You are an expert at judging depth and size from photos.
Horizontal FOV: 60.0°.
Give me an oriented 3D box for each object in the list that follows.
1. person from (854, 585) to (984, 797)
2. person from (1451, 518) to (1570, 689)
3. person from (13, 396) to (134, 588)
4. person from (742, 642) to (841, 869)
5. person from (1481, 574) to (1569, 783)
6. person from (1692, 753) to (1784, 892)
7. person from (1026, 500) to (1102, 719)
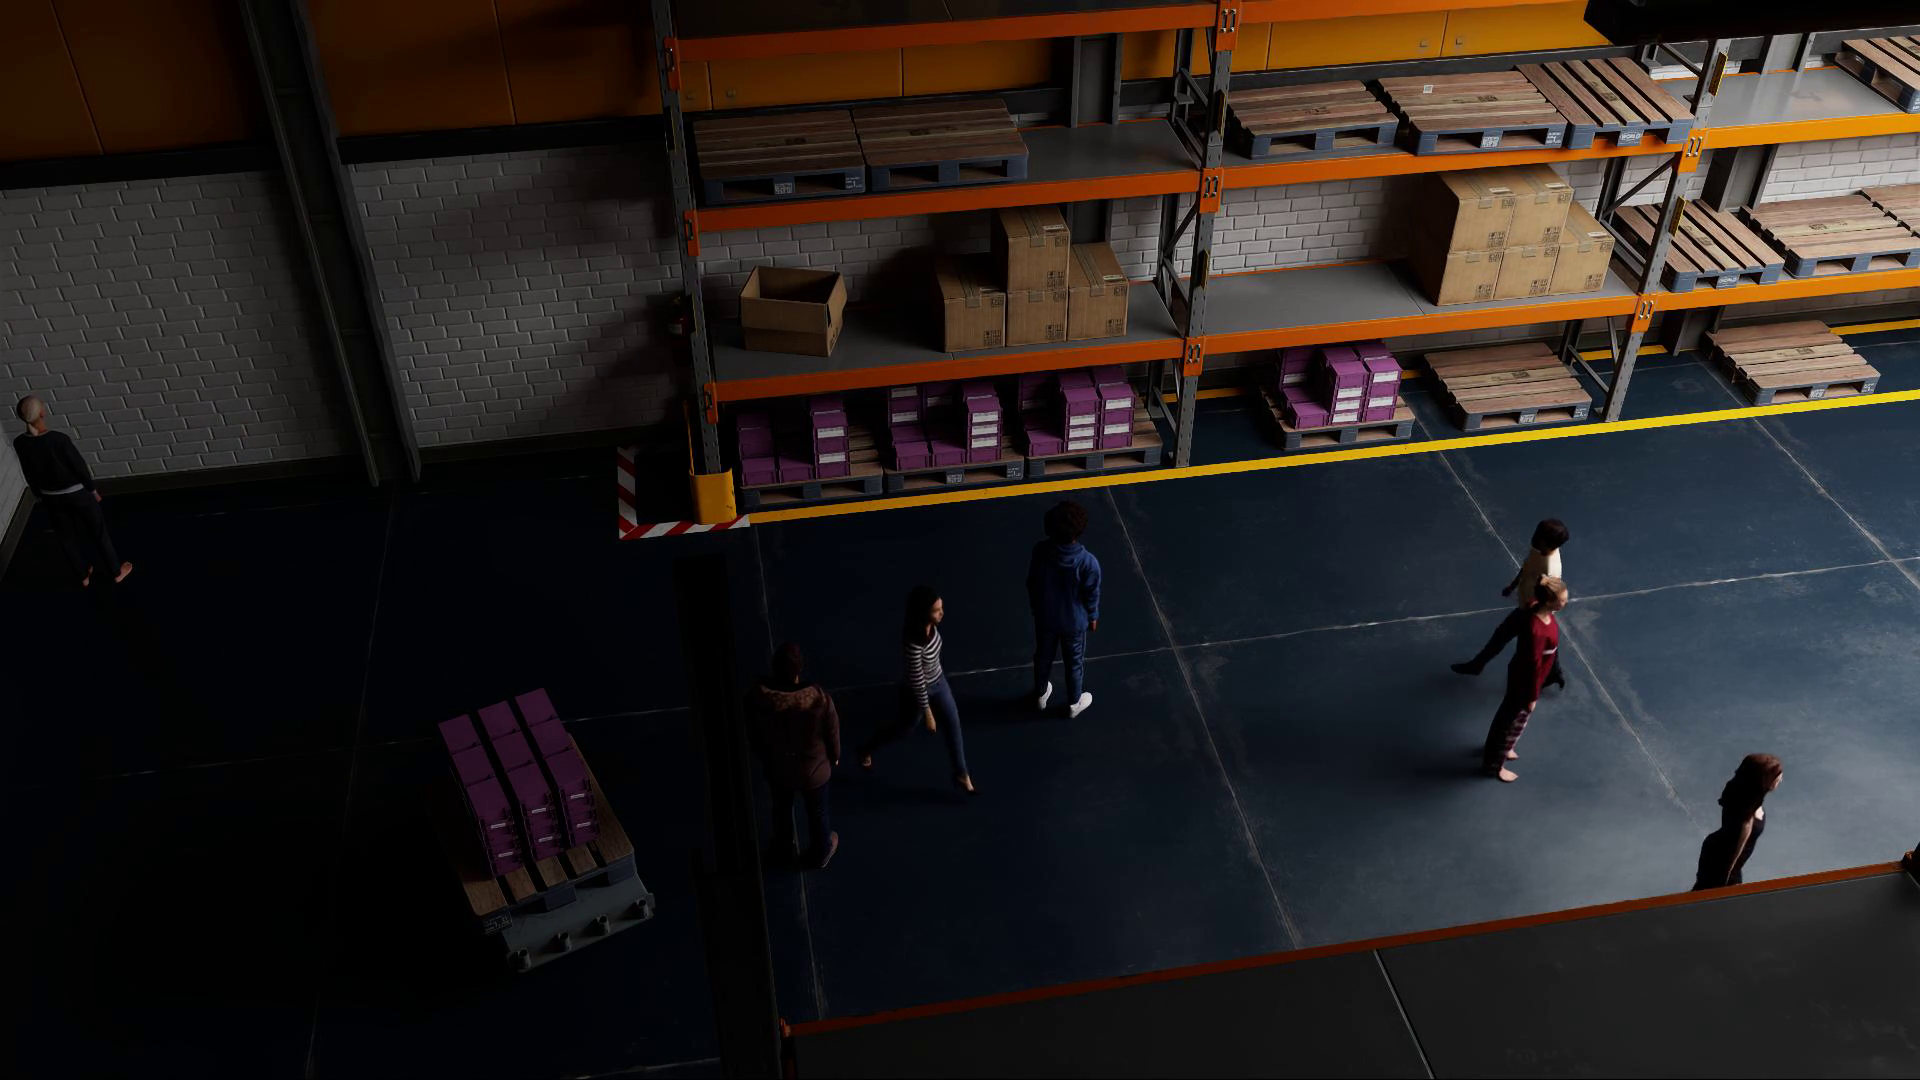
[{"bbox_3d":[-0.350,1.021,10.952,1.228,1.746,0.962,12,40,14],"label":"person"},{"bbox_3d":[4.136,0.490,11.782,1.117,1.541,0.910,12,40,14],"label":"person"},{"bbox_3d":[-6.837,-0.372,12.713,0.453,1.727,0.659,-5,39,-7],"label":"person"},{"bbox_3d":[-1.031,1.372,10.432,0.702,1.848,0.878,2,39,3],"label":"person"},{"bbox_3d":[3.792,0.900,11.140,0.654,1.703,0.687,10,40,12],"label":"person"},{"bbox_3d":[4.434,1.897,9.863,0.772,1.738,0.739,14,41,17],"label":"person"},{"bbox_3d":[0.711,0.486,11.572,0.710,1.810,0.823,15,41,18],"label":"person"}]
